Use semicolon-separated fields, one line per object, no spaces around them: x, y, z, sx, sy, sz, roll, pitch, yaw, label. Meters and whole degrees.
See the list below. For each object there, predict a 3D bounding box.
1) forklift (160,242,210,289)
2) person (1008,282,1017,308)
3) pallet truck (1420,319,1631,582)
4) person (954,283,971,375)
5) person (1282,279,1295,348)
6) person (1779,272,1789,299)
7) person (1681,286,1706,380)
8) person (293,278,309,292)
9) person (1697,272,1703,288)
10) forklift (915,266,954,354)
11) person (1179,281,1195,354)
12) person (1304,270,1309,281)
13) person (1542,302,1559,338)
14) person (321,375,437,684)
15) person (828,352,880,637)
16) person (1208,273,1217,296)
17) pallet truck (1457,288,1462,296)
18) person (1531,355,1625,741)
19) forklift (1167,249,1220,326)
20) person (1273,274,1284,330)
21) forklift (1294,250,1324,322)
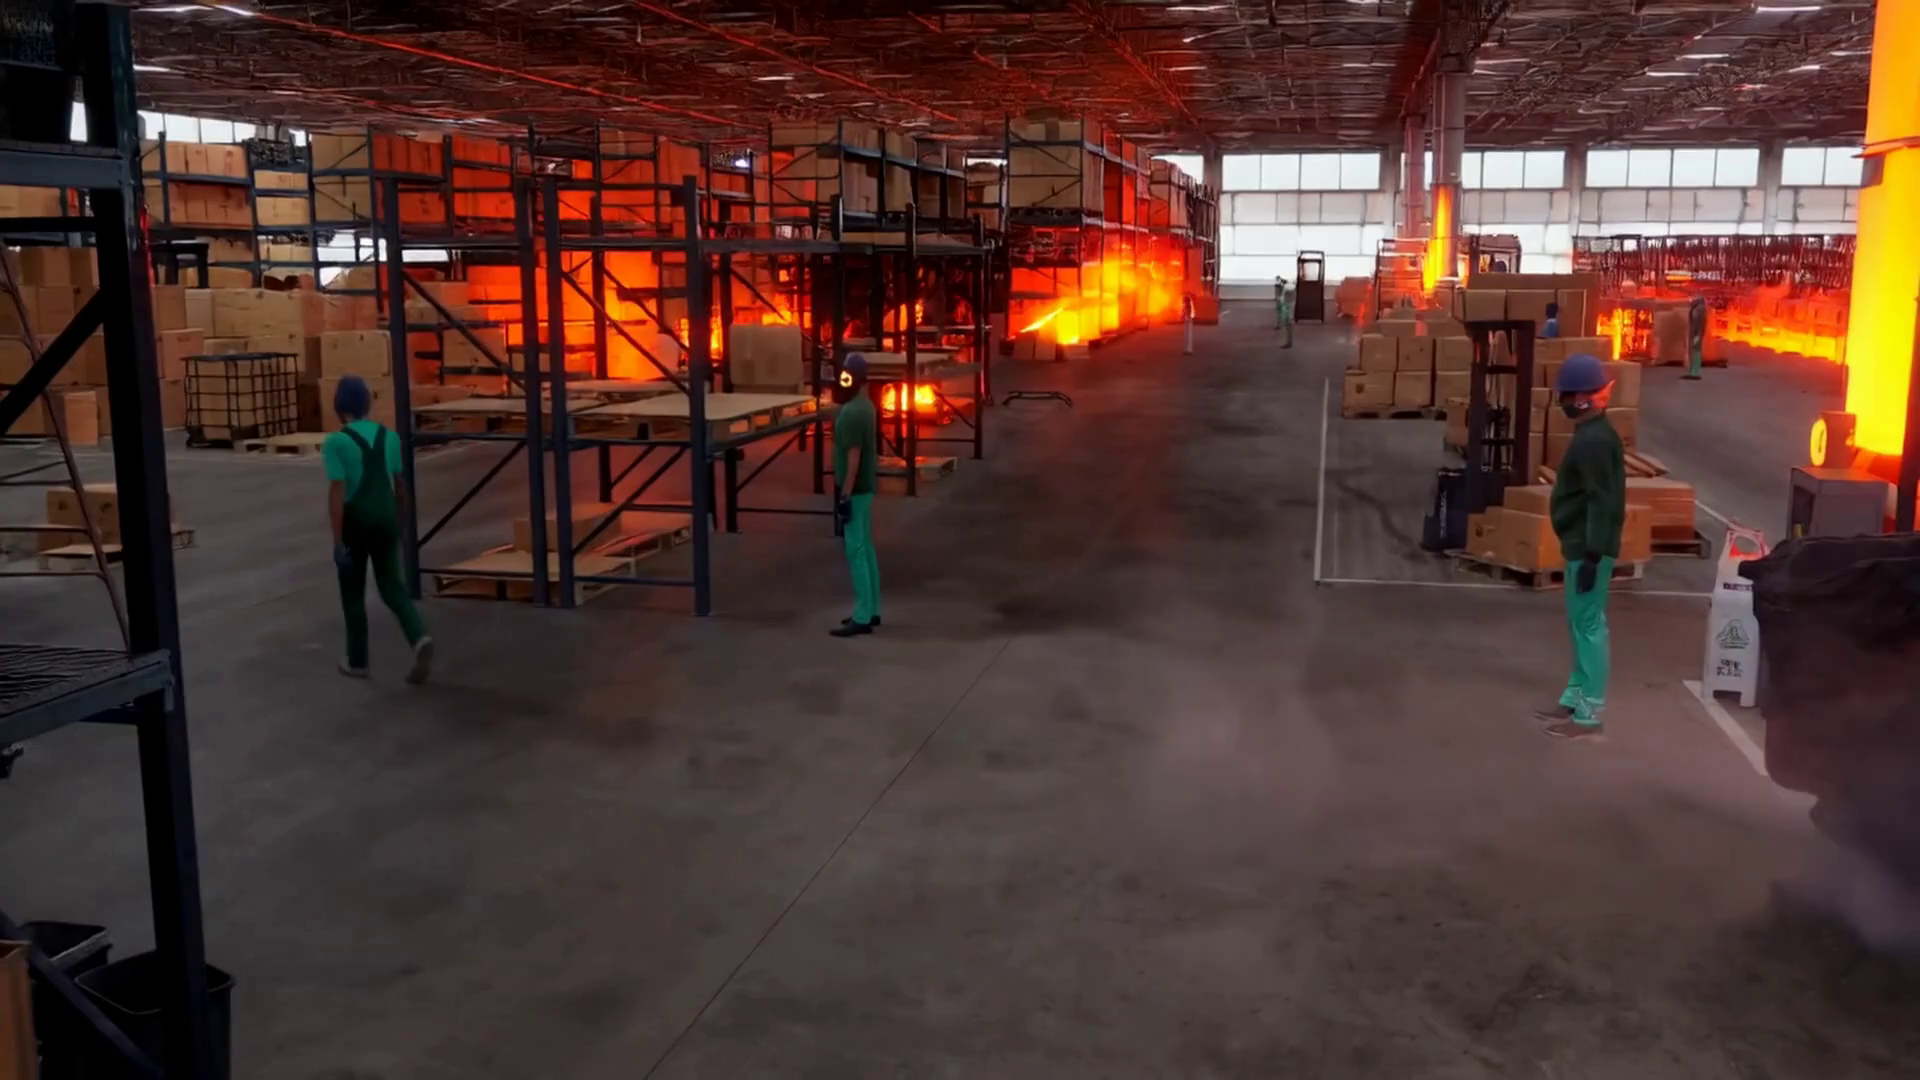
-16.063;-4.810;34.690;1.129;2.768;1.873;2;10;12;forklift
1.758;-7.914;56.563;0.322;1.698;0.533;2;10;14;person
4.543;-0.757;13.299;0.823;1.965;1.885;-4;10;-22;pallet truck
0.053;-4.503;35.588;0.373;1.962;0.605;2;10;14;person
9.145;-6.300;46.318;0.376;1.933;0.544;2;10;14;person
35.879;-10.707;72.504;0.401;1.904;0.640;2;10;14;person
15.105;-4.248;34.157;0.377;1.936;0.628;2;10;14;person
-20.208;-7.063;50.910;0.401;1.910;0.640;2;10;14;person
35.870;-12.064;80.721;0.395;1.839;0.564;2;10;14;person
-0.859;-6.076;42.189;1.129;2.768;1.873;2;10;12;forklift
5.938;-5.803;43.426;0.398;1.915;0.588;2;10;14;person
18.011;-13.127;86.835;0.401;1.904;0.640;2;10;14;person
10.665;-3.436;30.049;0.322;1.697;0.533;2;10;14;person
-3.358;-0.040;9.591;0.781;1.821;0.520;8;12;38;person
-0.702;-0.293;10.928;0.334;1.873;0.521;2;10;14;person
11.709;-11.461;77.192;0.404;1.827;0.589;2;10;14;person
20.506;-9.785;68.819;0.653;1.274;1.630;2;10;12;pallet truck
3.203;0.044;8.578;0.392;1.990;0.611;2;10;14;person
8.623;-9.284;61.184;1.873;2.768;1.129;2;10;12;forklift
11.227;-8.384;58.626;0.402;1.942;0.604;2;10;14;person
13.778;-10.002;65.433;1.129;2.768;1.873;2;10;12;forklift
